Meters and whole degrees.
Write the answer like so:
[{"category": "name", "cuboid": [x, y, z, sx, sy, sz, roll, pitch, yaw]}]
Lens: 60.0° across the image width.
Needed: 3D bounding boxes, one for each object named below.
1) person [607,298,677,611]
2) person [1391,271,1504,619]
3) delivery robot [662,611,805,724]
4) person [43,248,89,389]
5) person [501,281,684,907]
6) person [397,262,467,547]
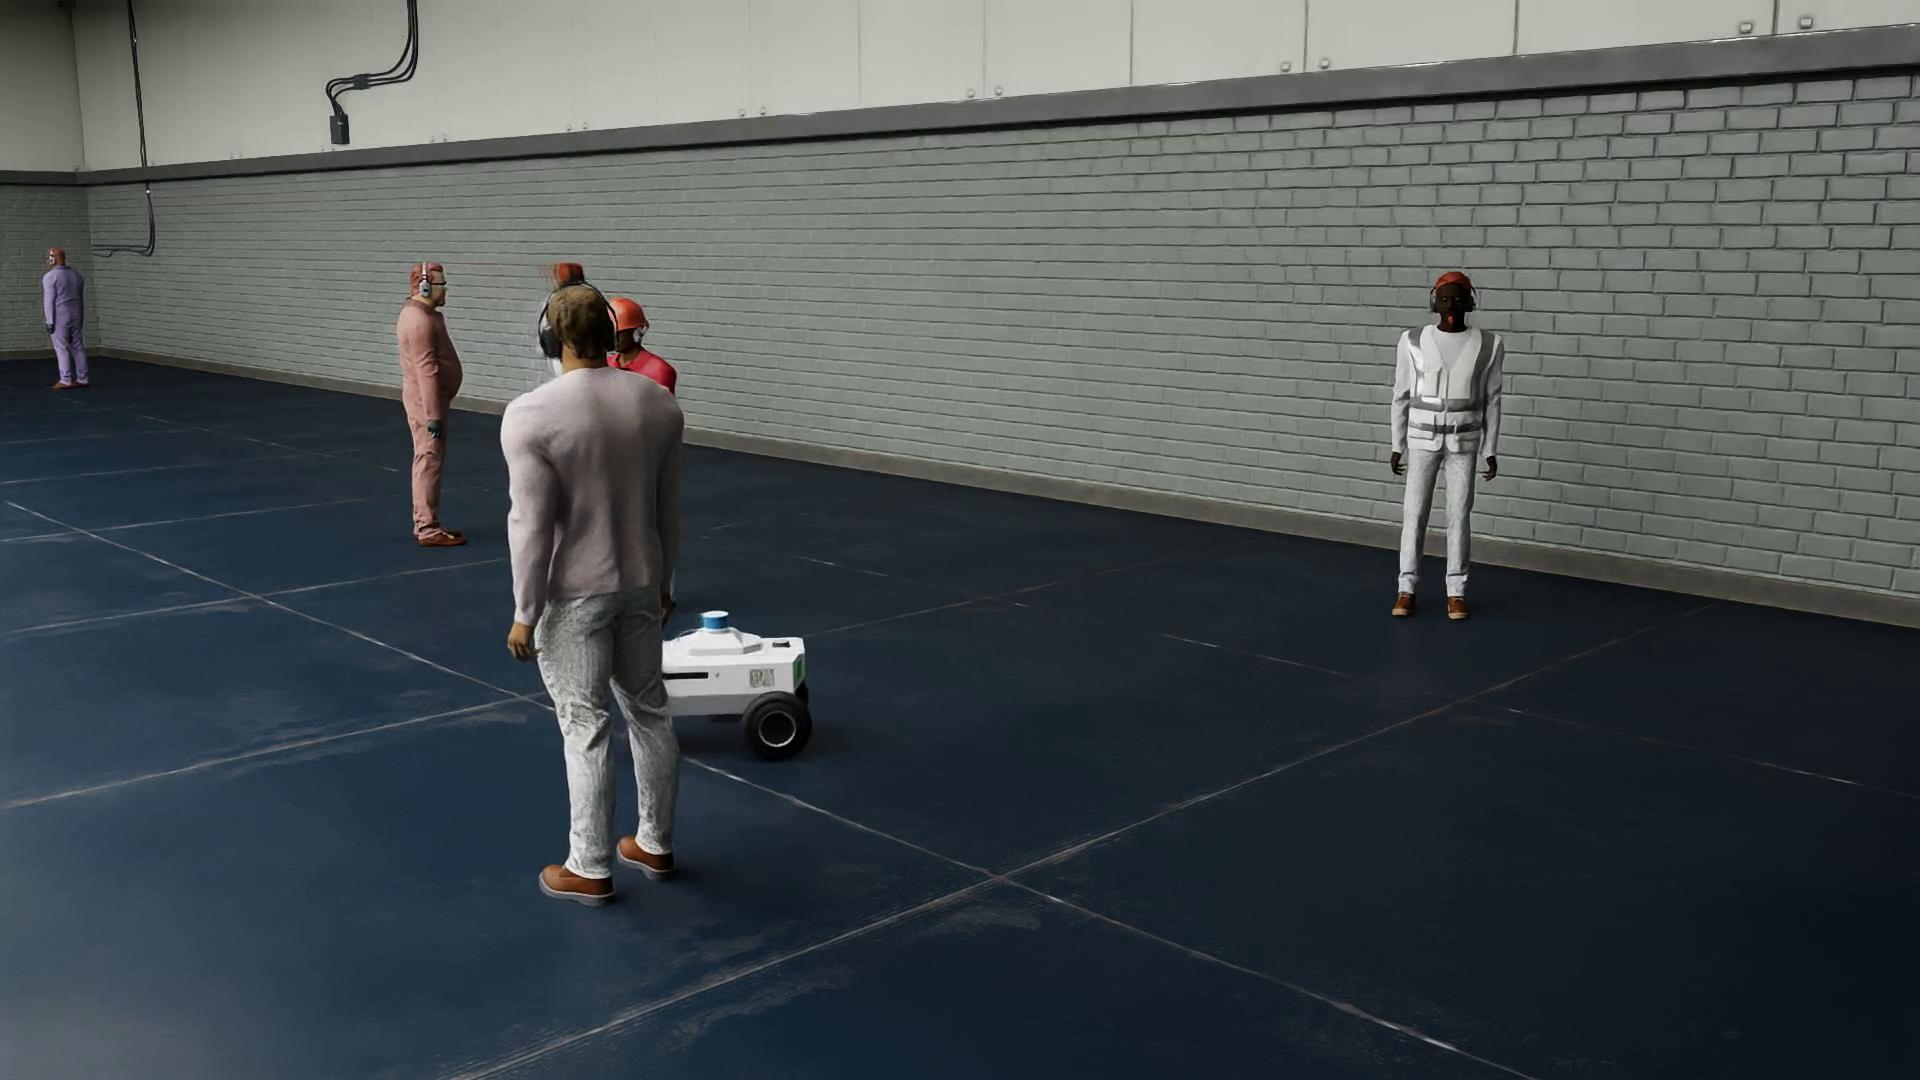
[{"category": "person", "cuboid": [-1.796, -0.448, 9.103, 0.570, 1.743, 0.352, 7, 13, 35]}, {"category": "person", "cuboid": [2.630, -0.506, 9.038, 0.574, 1.883, 0.355, 3, 11, 15]}, {"category": "delivery robot", "cuboid": [-0.985, 0.532, 6.740, 0.707, 0.478, 0.477, -1, 11, -7]}, {"category": "person", "cuboid": [-12.192, -3.004, 22.620, 0.401, 1.900, 0.639, 3, 11, 15]}, {"category": "person", "cuboid": [-1.133, 0.174, 5.185, 0.377, 1.936, 0.627, 10, 14, 42]}, {"category": "person", "cuboid": [-3.534, -0.899, 11.150, 0.402, 1.901, 0.647, -4, 11, -20]}]
